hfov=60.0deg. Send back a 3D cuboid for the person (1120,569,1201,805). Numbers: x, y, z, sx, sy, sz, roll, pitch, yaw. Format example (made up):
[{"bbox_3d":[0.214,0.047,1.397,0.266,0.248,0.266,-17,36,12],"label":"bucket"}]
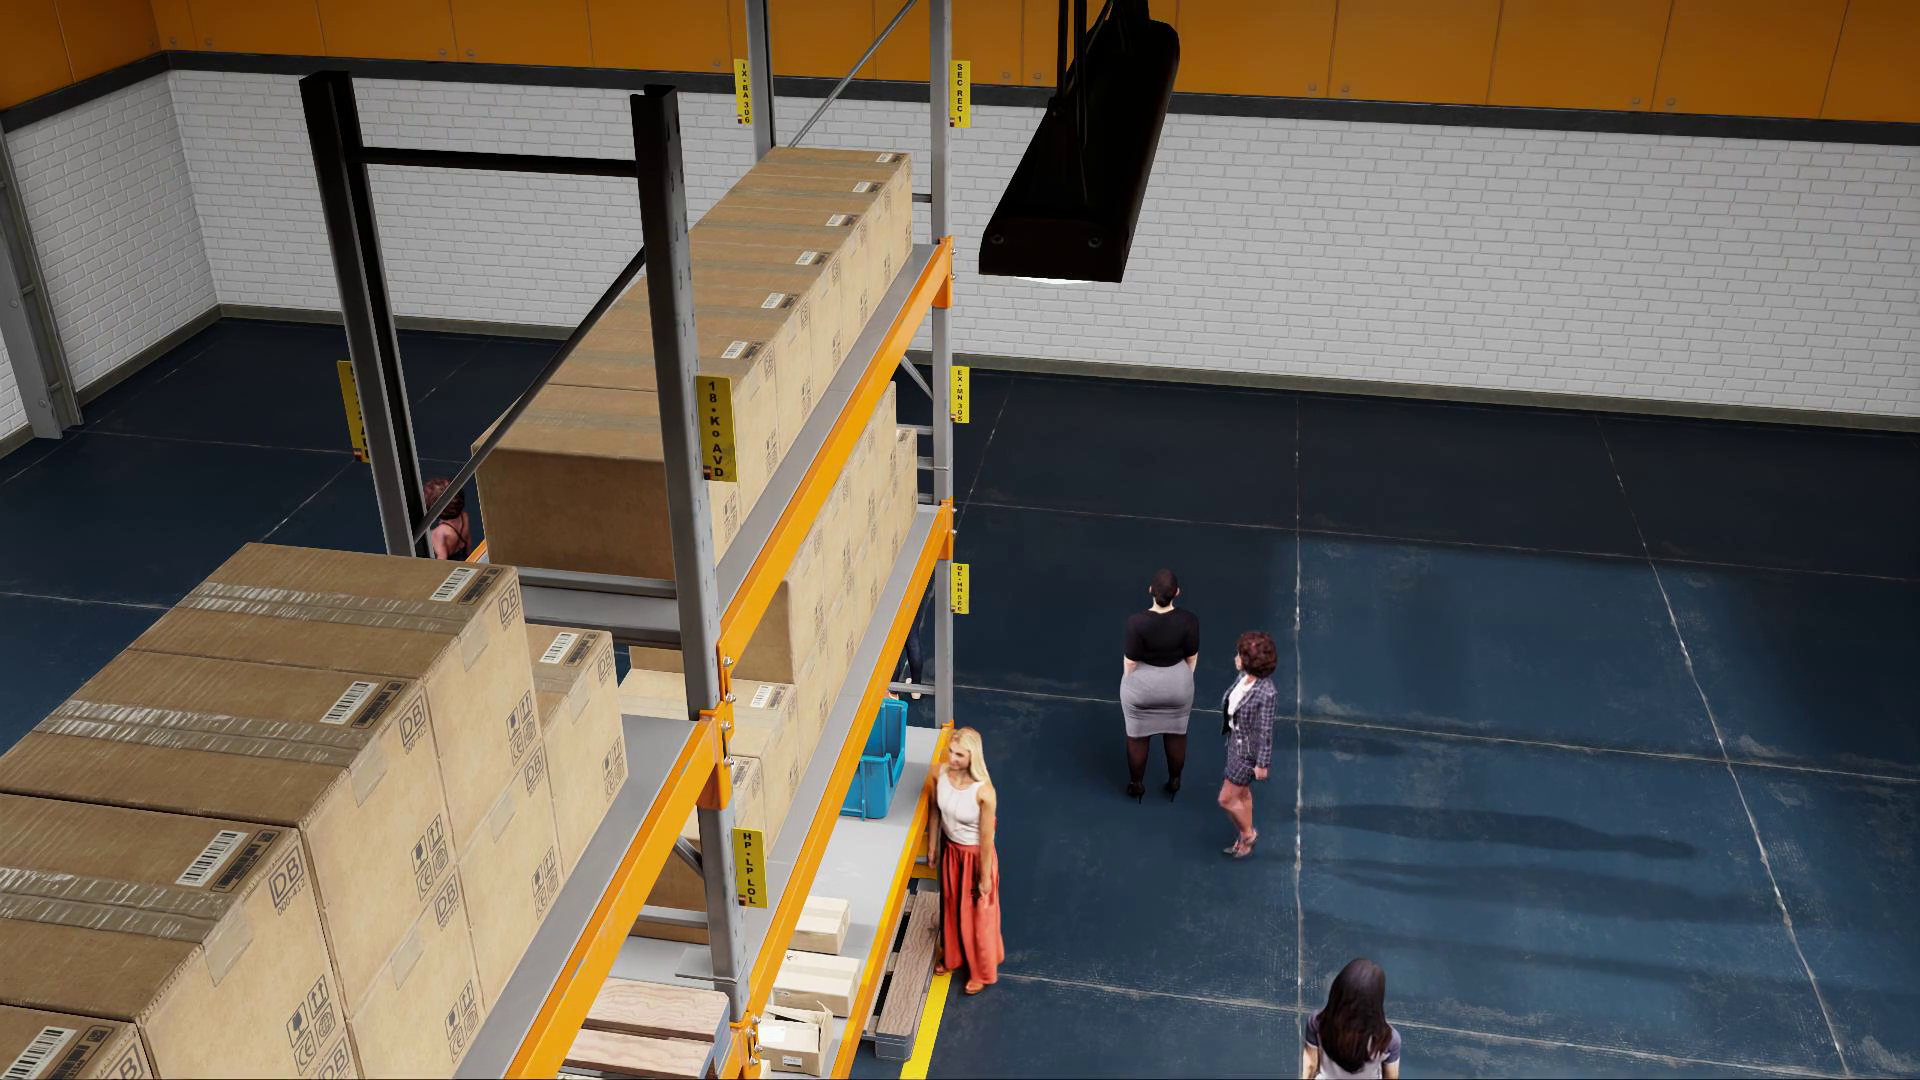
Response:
[{"bbox_3d":[1.321,0.982,11.035,0.722,1.760,0.695,-2,29,-3],"label":"person"}]

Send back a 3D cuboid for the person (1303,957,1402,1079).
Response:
[{"bbox_3d":[1.839,2.679,7.980,0.615,1.706,0.555,8,30,14],"label":"person"}]

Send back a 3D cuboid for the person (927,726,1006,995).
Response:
[{"bbox_3d":[0.040,1.808,9.479,0.725,1.800,0.752,23,36,35],"label":"person"}]

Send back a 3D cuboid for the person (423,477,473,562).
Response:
[{"bbox_3d":[-3.653,0.343,12.177,0.650,1.789,0.512,9,30,16],"label":"person"}]

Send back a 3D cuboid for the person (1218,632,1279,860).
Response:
[{"bbox_3d":[1.884,1.323,10.486,0.767,1.687,0.626,-5,29,-8],"label":"person"}]
